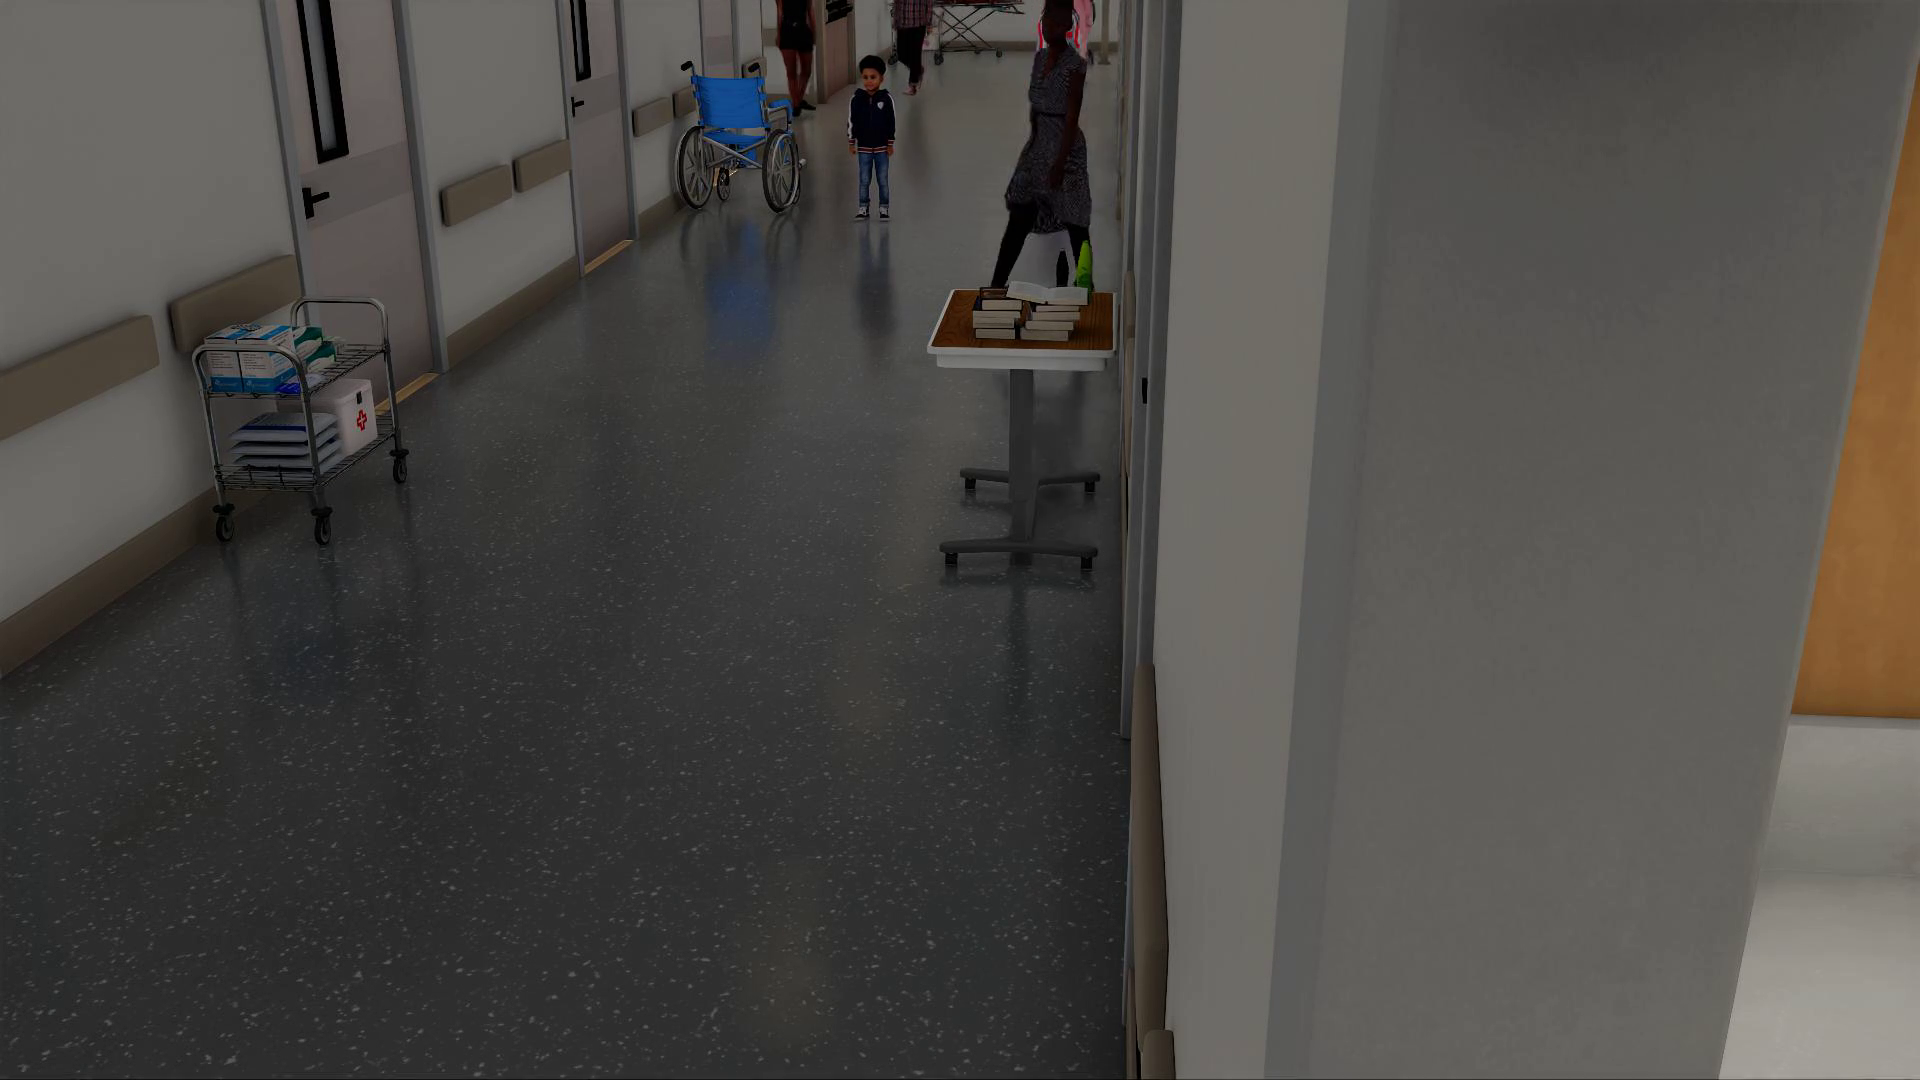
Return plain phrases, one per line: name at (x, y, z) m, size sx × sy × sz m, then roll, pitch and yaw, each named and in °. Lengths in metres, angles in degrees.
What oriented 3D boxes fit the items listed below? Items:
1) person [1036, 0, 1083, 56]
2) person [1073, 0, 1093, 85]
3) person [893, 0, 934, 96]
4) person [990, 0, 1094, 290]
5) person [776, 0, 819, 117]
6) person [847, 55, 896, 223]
person at (0.960, -4.640, 16.259) m, size 0.591 × 1.611 × 0.491 m, roll 2°, pitch 21°, yaw 4°
person at (1.501, -6.995, 22.231) m, size 1.057 × 1.787 × 0.969 m, roll -19°, pitch 28°, yaw -41°
person at (-0.582, -6.584, 21.204) m, size 0.911 × 1.744 × 1.070 m, roll 10°, pitch 23°, yaw 25°
person at (0.619, -2.103, 9.386) m, size 1.183 × 1.736 × 1.140 m, roll -14°, pitch 25°, yaw -33°
person at (-1.851, -5.647, 18.778) m, size 0.925 × 1.710 × 0.996 m, roll -14°, pitch 25°, yaw -32°
person at (-0.655, -3.025, 12.546) m, size 0.507 × 1.221 × 0.475 m, roll 2°, pitch 21°, yaw 4°
